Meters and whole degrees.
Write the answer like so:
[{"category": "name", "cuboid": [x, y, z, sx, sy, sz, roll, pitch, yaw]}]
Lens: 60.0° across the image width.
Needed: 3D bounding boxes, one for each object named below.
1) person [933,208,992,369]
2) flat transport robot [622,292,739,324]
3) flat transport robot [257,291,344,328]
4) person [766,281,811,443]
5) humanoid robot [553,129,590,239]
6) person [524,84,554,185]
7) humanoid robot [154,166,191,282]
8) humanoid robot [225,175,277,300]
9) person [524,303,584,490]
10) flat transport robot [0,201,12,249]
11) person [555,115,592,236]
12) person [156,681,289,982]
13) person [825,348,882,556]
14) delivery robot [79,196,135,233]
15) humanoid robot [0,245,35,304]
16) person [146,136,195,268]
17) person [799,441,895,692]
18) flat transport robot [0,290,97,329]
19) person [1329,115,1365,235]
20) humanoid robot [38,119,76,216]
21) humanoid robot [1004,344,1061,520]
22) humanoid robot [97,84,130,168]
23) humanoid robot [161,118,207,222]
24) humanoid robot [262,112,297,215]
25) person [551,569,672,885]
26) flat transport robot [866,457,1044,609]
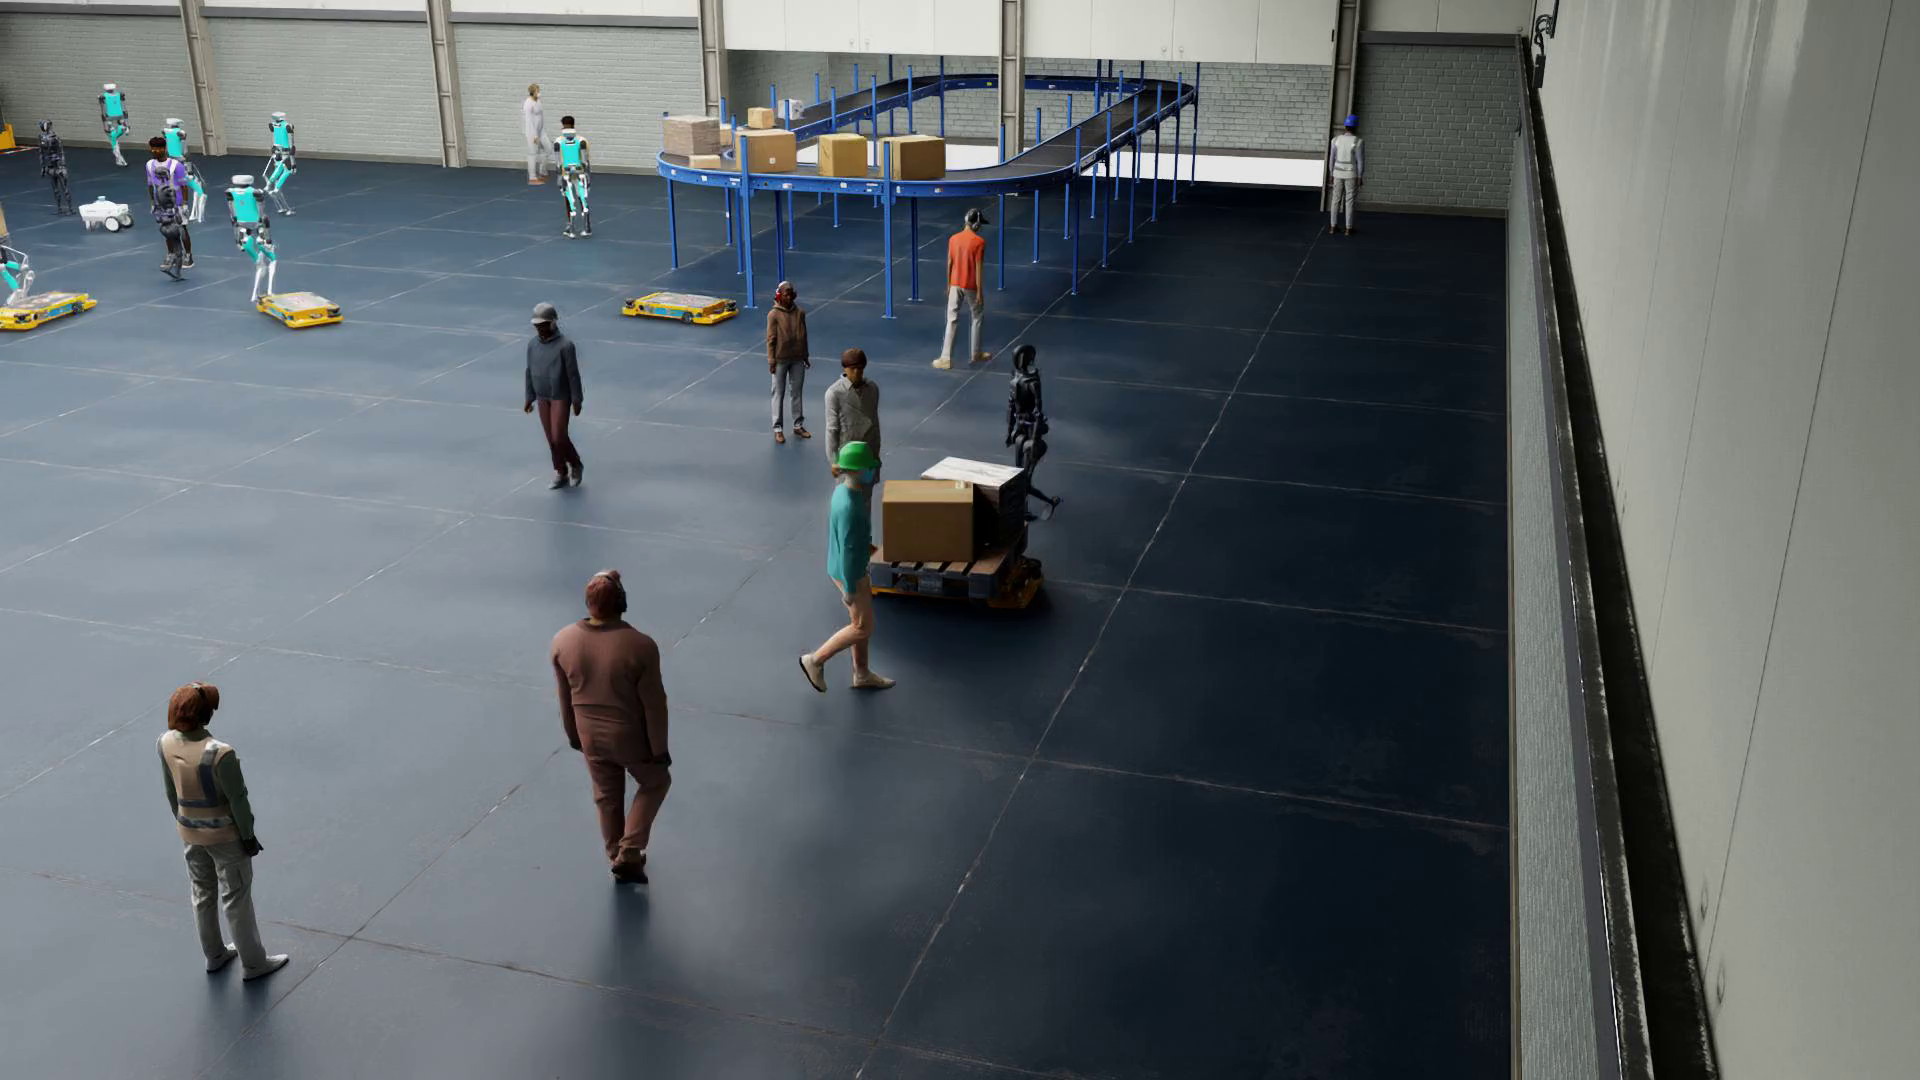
[{"category": "person", "cuboid": [0.017, -2.981, 19.709, 0.593, 1.861, 0.707, 9, 23, 22]}, {"category": "flat transport robot", "cuboid": [-3.735, -3.103, 22.225, 1.431, 0.231, 0.659, 10, 23, 23]}, {"category": "flat transport robot", "cuboid": [-8.804, -3.075, 22.154, 0.659, 0.231, 1.431, -17, 27, -37]}, {"category": "person", "cuboid": [-1.763, -1.832, 17.003, 0.466, 1.651, 0.333, -13, 24, -30]}, {"category": "humanoid robot", "cuboid": [-6.239, -5.757, 26.996, 0.544, 1.749, 0.680, -8, 22, -19]}, {"category": "person", "cuboid": [-8.198, -7.868, 32.297, 0.573, 1.922, 0.644, 4, 21, 11]}, {"category": "humanoid robot", "cuboid": [-11.439, -4.580, 24.088, 0.609, 1.645, 0.363, 17, 27, 37]}, {"category": "humanoid robot", "cuboid": [-9.661, -4.165, 22.939, 0.564, 1.779, 0.716, 3, 21, 7]}, {"category": "person", "cuboid": [-3.806, -1.328, 15.500, 0.552, 1.797, 0.416, 9, 23, 22]}, {"category": "flat transport robot", "cuboid": [-15.135, -4.219, 25.121, 0.659, 0.231, 1.431, -3, 21, -7]}, {"category": "person", "cuboid": [-6.371, -6.001, 27.405, 0.610, 1.956, 0.370, 4, 21, 11]}, {"category": "person", "cuboid": [-3.773, 1.483, 8.424, 0.510, 1.639, 0.306, 8, 23, 21]}, {"category": "person", "cuboid": [-0.870, -0.703, 13.835, 0.516, 1.828, 0.362, -14, 25, -31]}, {"category": "delivery robot", "cuboid": [-14.346, -5.457, 27.960, 0.786, 0.614, 0.524, 1, 21, 2]}, {"category": "humanoid robot", "cuboid": [-12.499, -3.728, 21.855, 0.556, 1.801, 0.819, 19, 28, 41]}, {"category": "person", "cuboid": [-11.865, -5.061, 24.949, 0.611, 1.962, 0.362, 3, 21, 8]}, {"category": "person", "cuboid": [-0.780, 0.208, 11.433, 0.562, 1.856, 0.523, -1, 21, -3]}, {"category": "flat transport robot", "cuboid": [-12.239, -3.057, 22.107, 0.659, 0.231, 1.431, 3, 21, 9]}, {"category": "person", "cuboid": [6.387, -6.028, 27.481, 0.601, 1.948, 0.385, 16, 26, 35]}, {"category": "humanoid robot", "cuboid": [-15.865, -6.540, 29.163, 0.599, 1.657, 0.315, 8, 23, 20]}, {"category": "humanoid robot", "cuboid": [0.624, -0.941, 14.657, 0.406, 1.639, 0.605, -10, 23, -25]}, {"category": "humanoid robot", "cuboid": [-17.315, -8.435, 34.001, 1.009, 1.738, 0.557, 16, 26, 36]}, {"category": "humanoid robot", "cuboid": [-13.263, -6.351, 28.660, 0.538, 1.841, 0.642, 11, 24, 27]}, {"category": "humanoid robot", "cuboid": [-11.956, -6.560, 29.088, 0.530, 1.747, 0.688, 10, 23, 25]}, {"category": "person", "cuboid": [-1.880, 1.058, 9.169, 0.666, 1.892, 0.447, 6, 22, 15]}, {"category": "flat transport robot", "cuboid": [-0.091, 0.291, 13.423, 1.431, 0.231, 0.659, 6, 22, 14]}]
